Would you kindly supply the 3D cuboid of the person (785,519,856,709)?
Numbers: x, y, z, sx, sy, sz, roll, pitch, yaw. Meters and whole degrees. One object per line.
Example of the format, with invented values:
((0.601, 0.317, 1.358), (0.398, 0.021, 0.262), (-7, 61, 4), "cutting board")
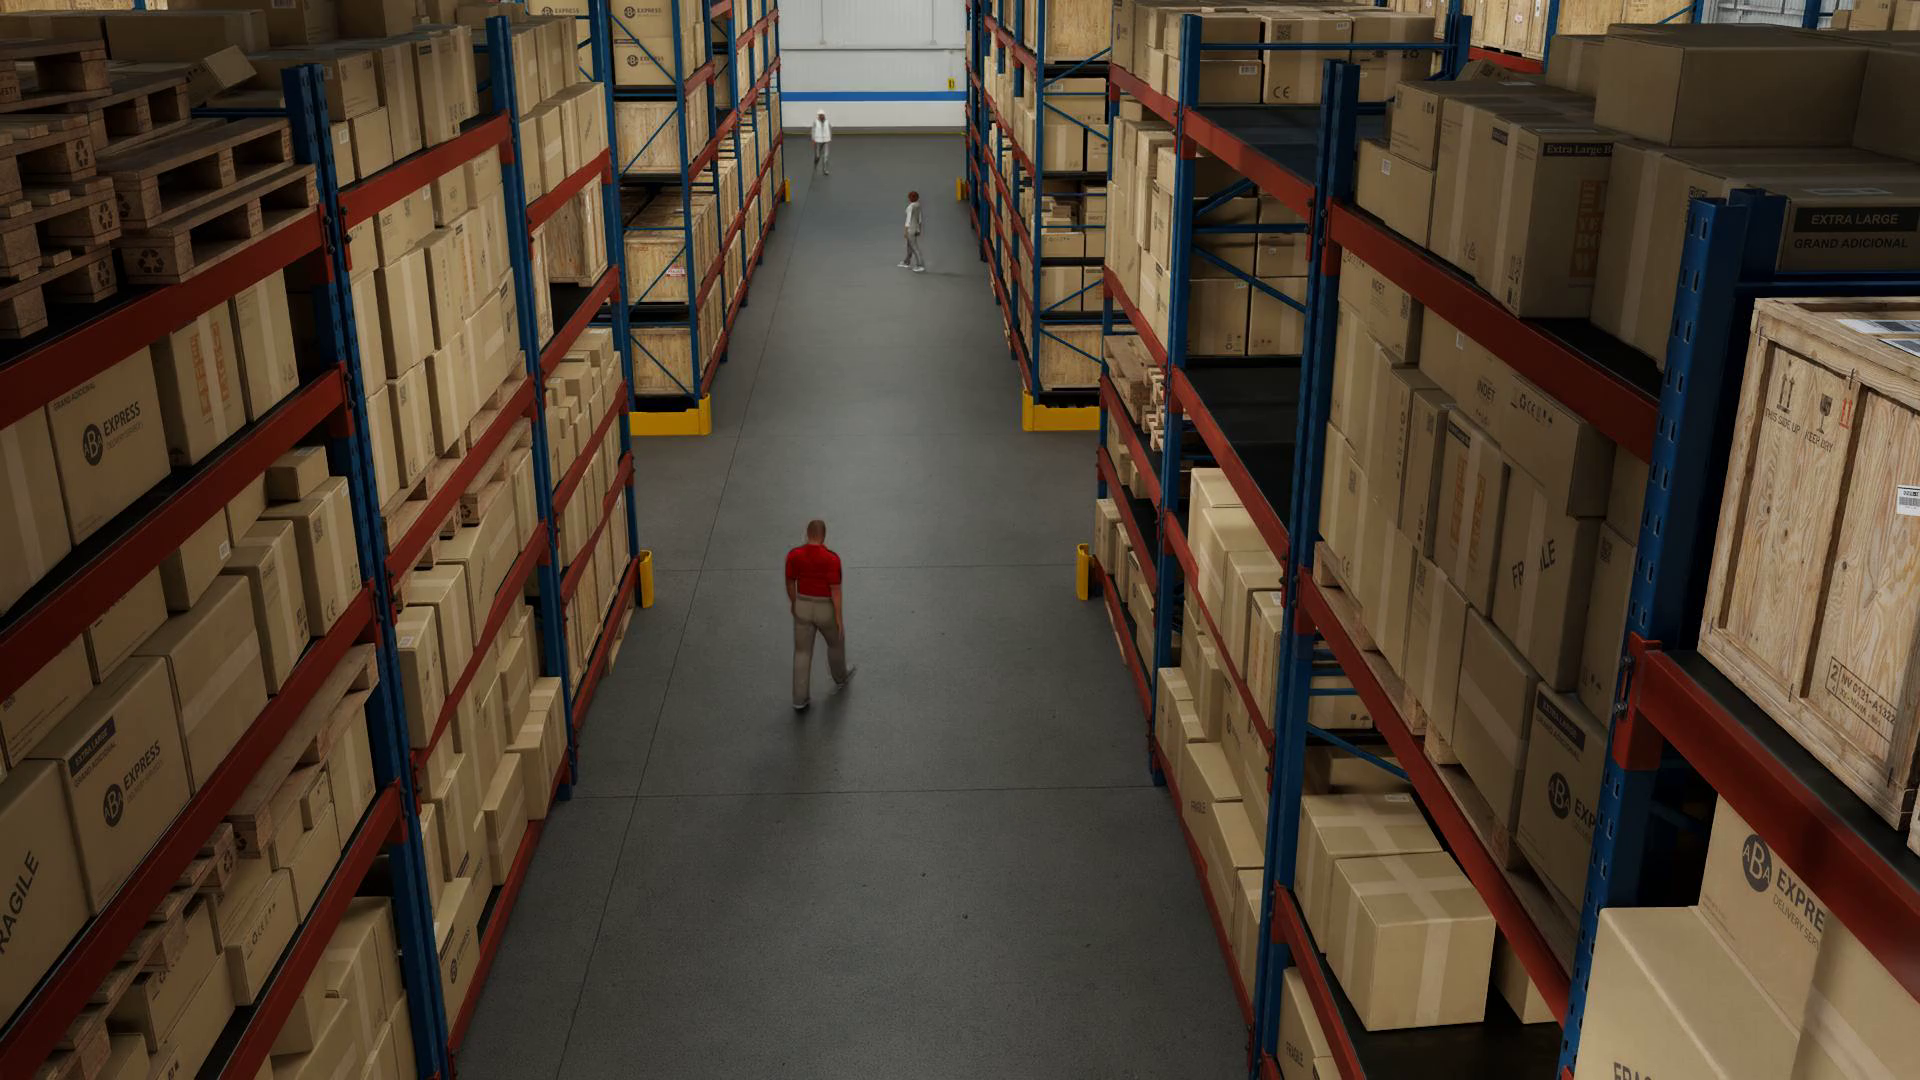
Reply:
((-1.263, 0.602, 14.911), (0.578, 1.697, 0.905), (4, 21, 11), "person")

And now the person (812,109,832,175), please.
((-3.839, -11.062, 46.134), (0.563, 1.762, 0.746), (-5, 21, -14), "person")

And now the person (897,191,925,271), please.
((-1.013, -6.218, 33.406), (0.754, 1.585, 0.419), (12, 24, 30), "person")
